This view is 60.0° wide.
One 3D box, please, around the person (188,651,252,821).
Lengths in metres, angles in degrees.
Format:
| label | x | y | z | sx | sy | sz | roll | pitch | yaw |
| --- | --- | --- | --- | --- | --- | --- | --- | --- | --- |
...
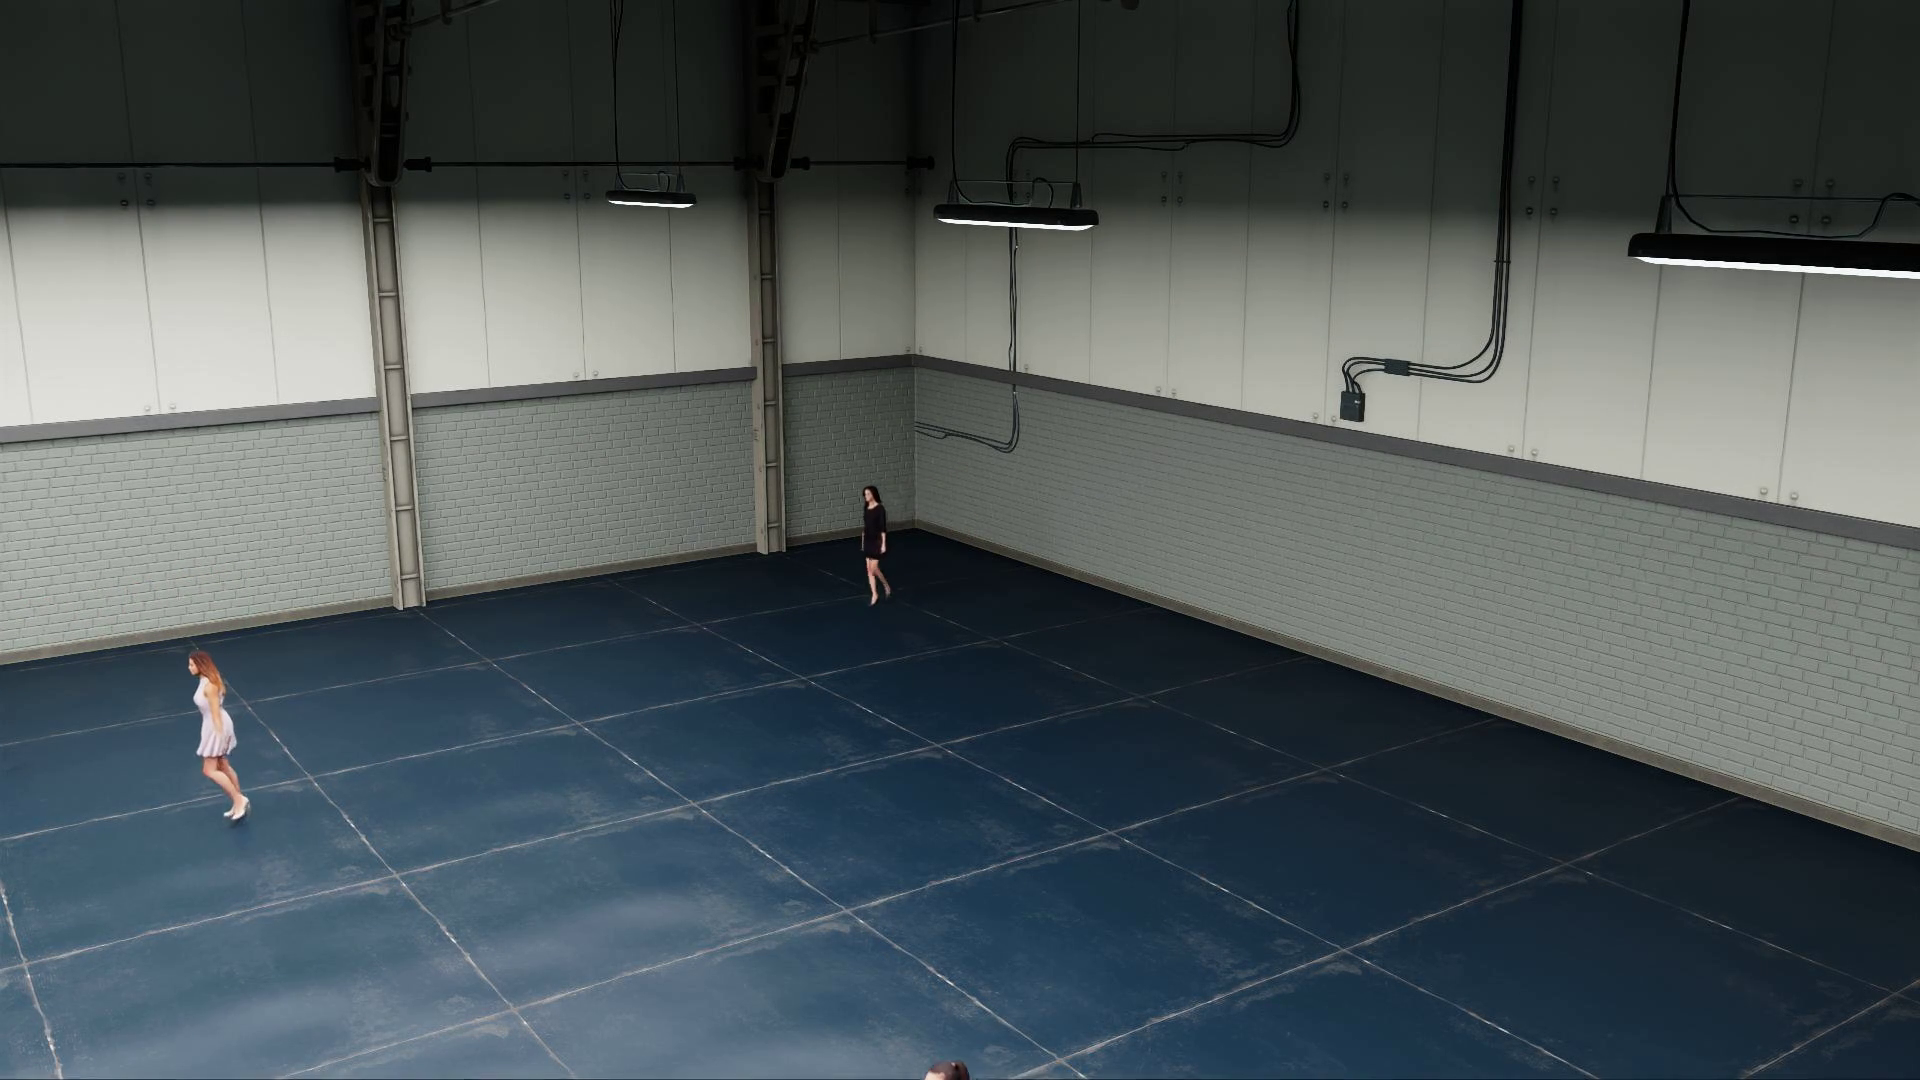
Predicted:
| label | x | y | z | sx | sy | sz | roll | pitch | yaw |
| --- | --- | --- | --- | --- | --- | --- | --- | --- | --- |
| person | -7.241 | 1.928 | 16.278 | 0.651 | 1.747 | 0.593 | -8 | 15 | -32 |

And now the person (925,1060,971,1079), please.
| label | x | y | z | sx | sy | sz | roll | pitch | yaw |
| --- | --- | --- | --- | --- | --- | --- | --- | --- | --- |
| person | 0.012 | 3.616 | 9.240 | 0.674 | 1.633 | 0.750 | 11 | 17 | 39 |

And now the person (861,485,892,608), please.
| label | x | y | z | sx | sy | sz | roll | pitch | yaw |
| --- | --- | --- | --- | --- | --- | --- | --- | --- | --- |
| person | -1.172 | 0.087 | 24.127 | 0.735 | 1.792 | 0.669 | -12 | 18 | -43 |
